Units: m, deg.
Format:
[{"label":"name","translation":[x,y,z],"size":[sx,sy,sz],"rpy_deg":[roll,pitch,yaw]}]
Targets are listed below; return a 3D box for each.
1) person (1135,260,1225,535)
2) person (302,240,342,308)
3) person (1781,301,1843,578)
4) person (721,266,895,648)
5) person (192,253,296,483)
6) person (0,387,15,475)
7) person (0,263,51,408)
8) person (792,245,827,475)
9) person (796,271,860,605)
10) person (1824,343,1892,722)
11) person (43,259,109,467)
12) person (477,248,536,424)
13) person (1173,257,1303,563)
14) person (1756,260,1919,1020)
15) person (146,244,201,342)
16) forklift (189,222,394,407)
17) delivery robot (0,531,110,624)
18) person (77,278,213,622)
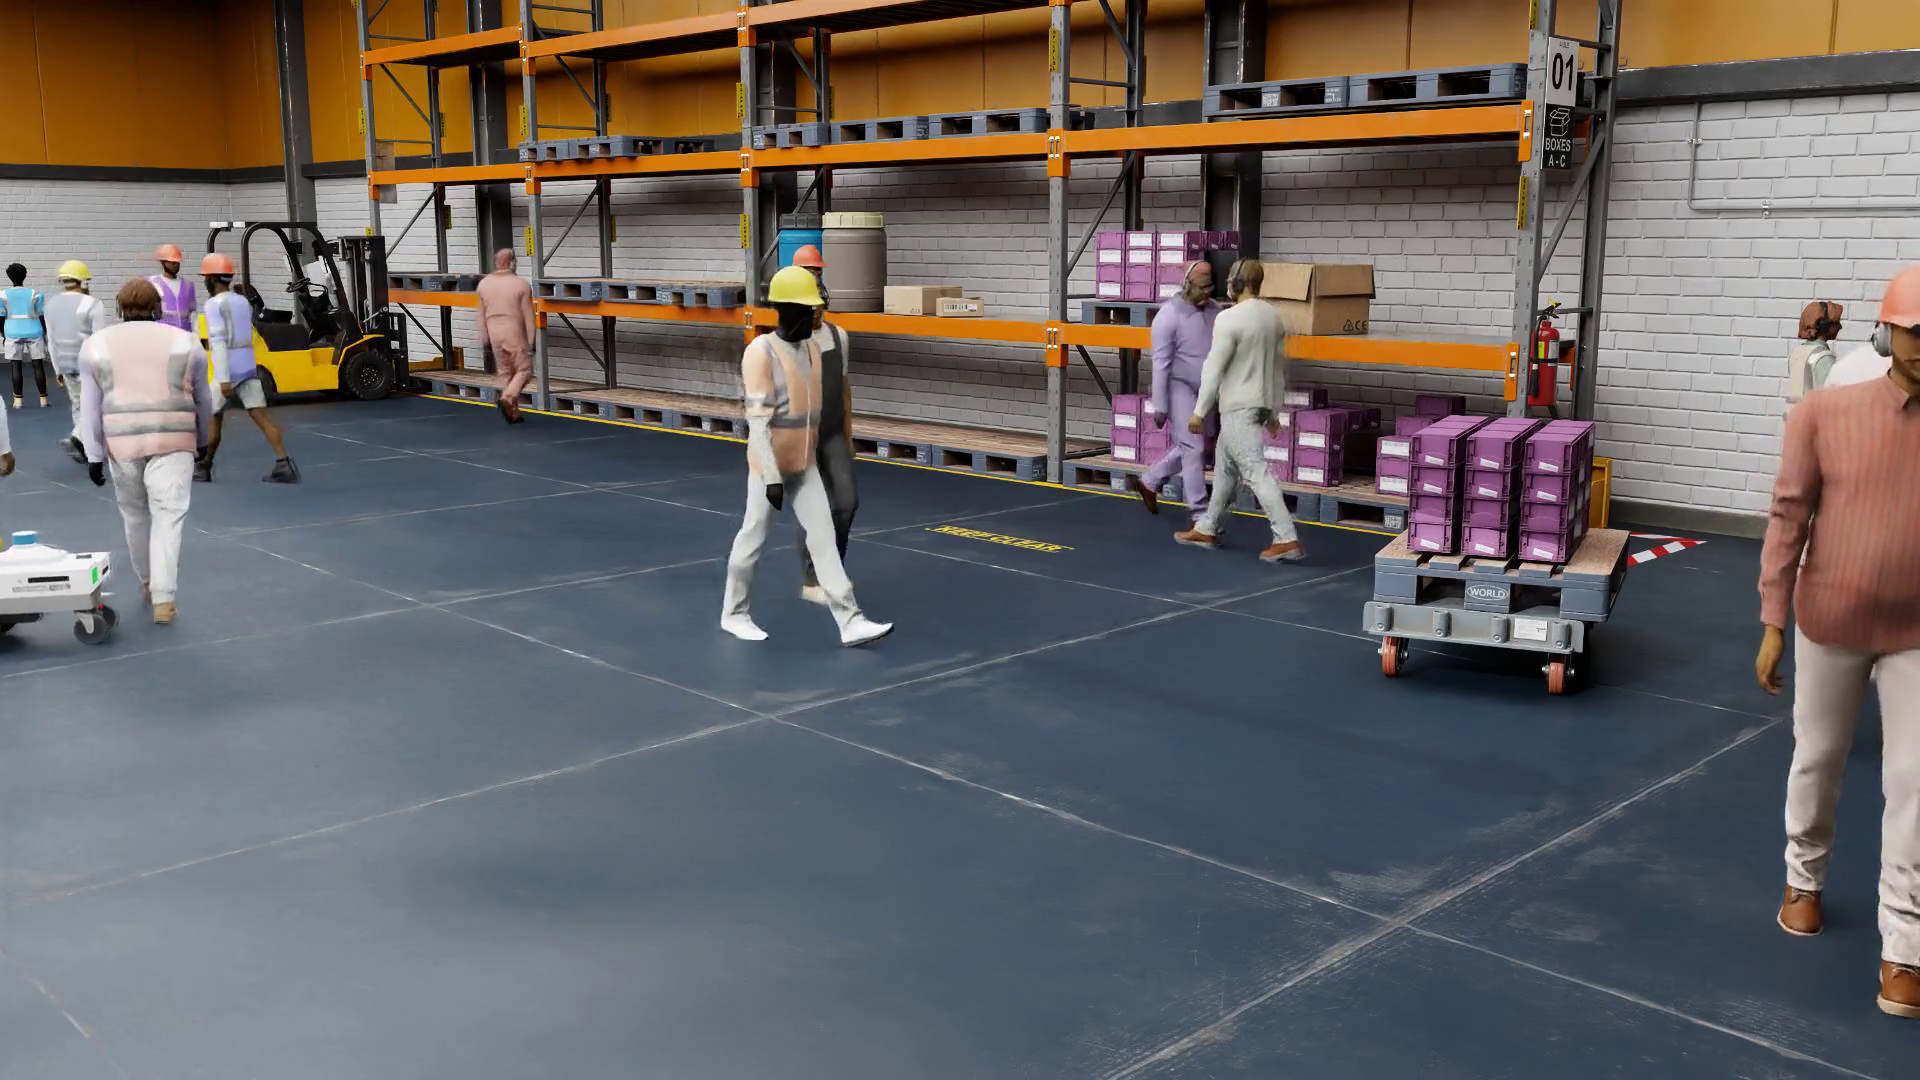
[{"label":"person","translation":[1.511,-0.992,11.438],"size":[0.696,1.864,0.800],"rpy_deg":[-10,14,-43]},{"label":"person","translation":[-9.204,-3.362,24.082],"size":[0.607,1.966,0.367],"rpy_deg":[1,10,4]},{"label":"person","translation":[5.041,-0.592,9.867],"size":[0.307,1.641,0.513],"rpy_deg":[1,10,4]},{"label":"person","translation":[-0.817,-0.389,8.138],"size":[1.002,1.869,0.610],"rpy_deg":[7,12,32]},{"label":"person","translation":[-5.924,-1.389,13.571],"size":[1.008,1.883,0.565],"rpy_deg":[2,11,12]},{"label":"person","translation":[-5.216,-0.459,8.544],"size":[0.598,1.864,0.619],"rpy_deg":[-3,11,-15]},{"label":"person","translation":[-10.996,-2.394,19.532],"size":[0.535,1.700,0.318],"rpy_deg":[-6,12,-30]},{"label":"person","translation":[-1.280,-1.513,14.076],"size":[0.358,1.938,0.542],"rpy_deg":[3,11,17]},{"label":"person","translation":[-0.792,-0.555,9.157],"size":[0.531,1.826,0.397],"rpy_deg":[-7,12,-33]},{"label":"person","translation":[3.726,-0.114,6.646],"size":[0.885,1.874,0.644],"rpy_deg":[-6,12,-30]},{"label":"person","translation":[-7.642,-1.512,14.404],"size":[0.609,1.812,0.526],"rpy_deg":[3,11,15]},{"label":"person","translation":[-4.814,-2.156,17.719],"size":[0.669,1.889,0.705],"rpy_deg":[3,11,16]},{"label":"person","translation":[1.794,-0.822,10.441],"size":[1.014,1.897,0.630],"rpy_deg":[8,13,39]},{"label":"person","translation":[2.517,0.225,4.544],"size":[0.618,1.987,0.656],"rpy_deg":[5,12,27]},{"label":"person","translation":[-8.449,-2.213,17.917],"size":[0.400,1.926,0.567],"rpy_deg":[8,13,36]},{"label":"forklift","translation":[-8.169,-2.758,20.163],"size":[2.313,2.155,1.214],"rpy_deg":[-10,14,-44]},{"label":"delivery robot","translation":[-4.622,0.200,8.253],"size":[0.707,0.478,0.477],"rpy_deg":[-3,11,-18]},{"label":"person","translation":[-4.345,-0.501,8.956],"size":[0.622,1.785,0.999],"rpy_deg":[-3,11,-17]}]
